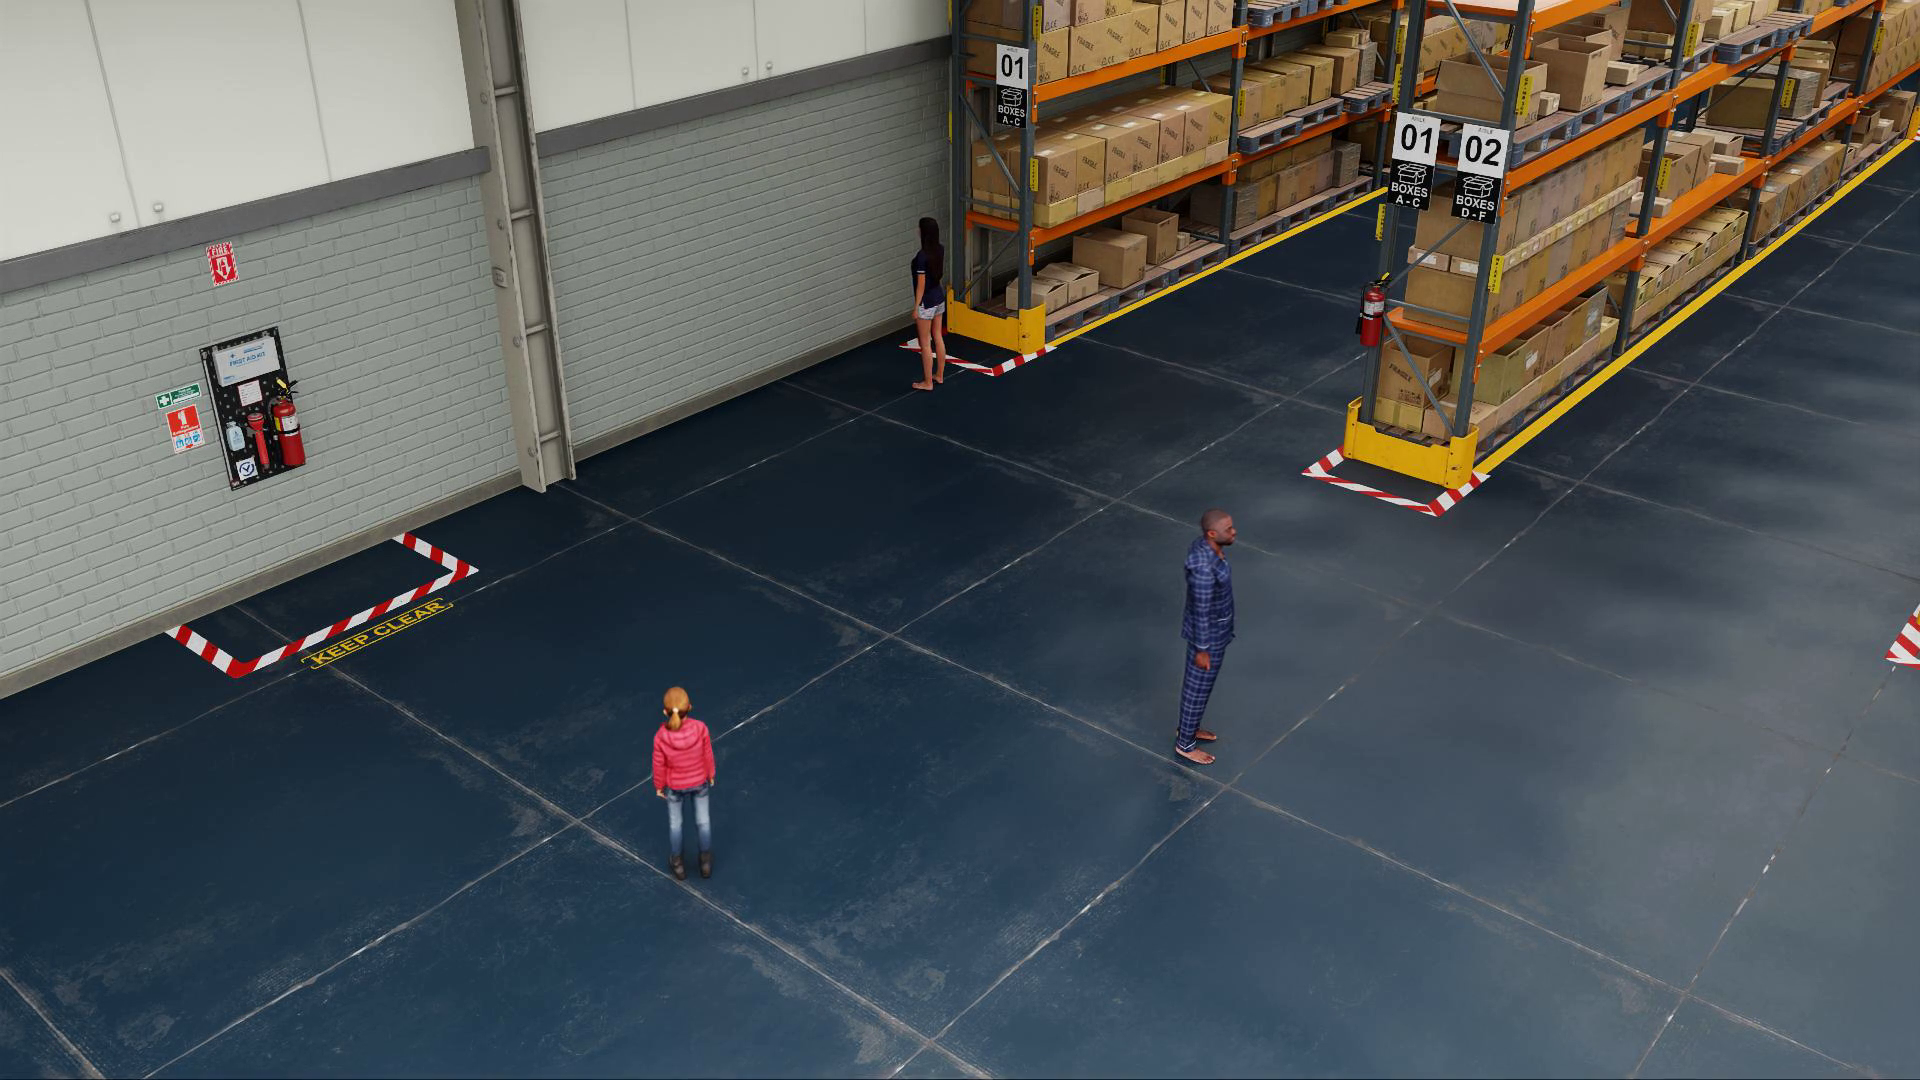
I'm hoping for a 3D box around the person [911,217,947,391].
[{"bbox_3d":[-0.306,-2.366,16.635,0.652,1.766,0.472,18,33,31],"label":"person"}]

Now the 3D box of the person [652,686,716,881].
[{"bbox_3d":[-1.623,1.460,9.932,0.603,1.315,0.678,-7,29,-12],"label":"person"}]

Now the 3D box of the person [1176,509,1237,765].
[{"bbox_3d":[1.622,0.602,11.001,0.833,1.823,0.713,5,28,10],"label":"person"}]
